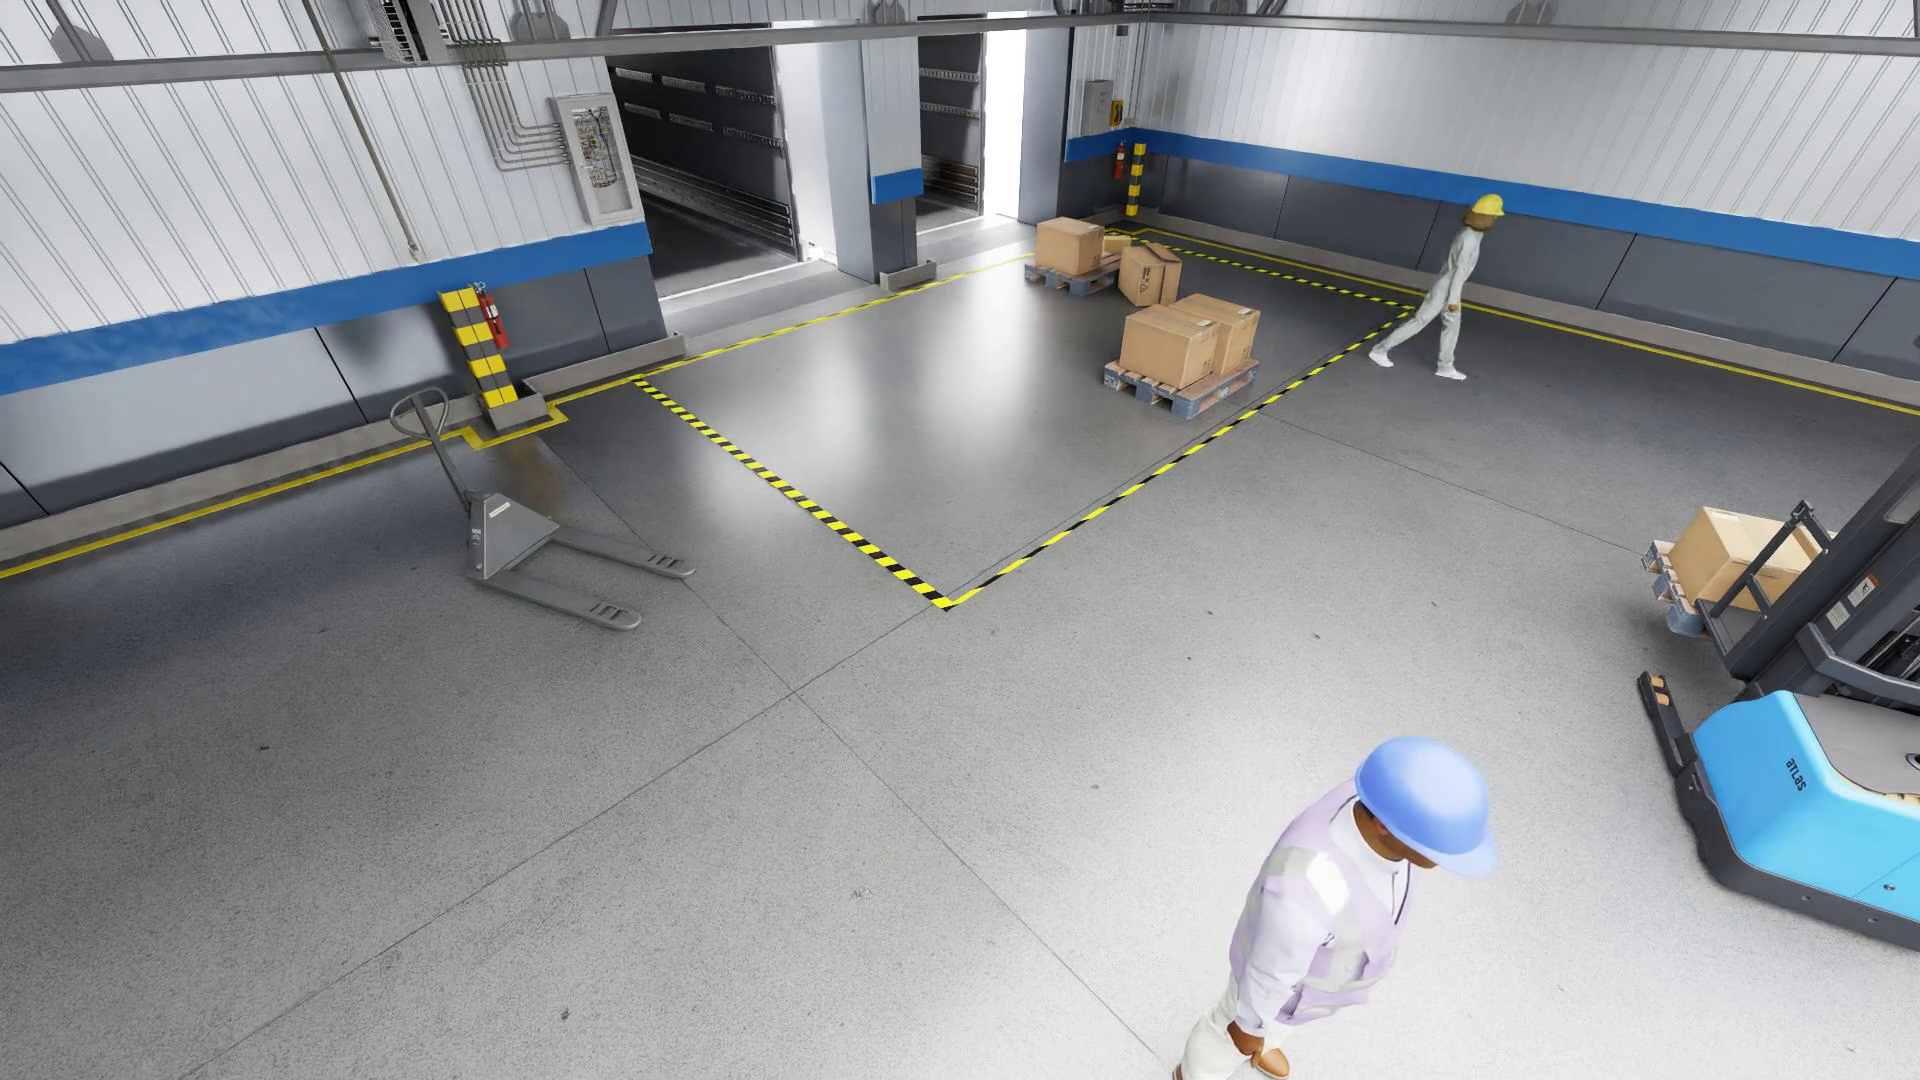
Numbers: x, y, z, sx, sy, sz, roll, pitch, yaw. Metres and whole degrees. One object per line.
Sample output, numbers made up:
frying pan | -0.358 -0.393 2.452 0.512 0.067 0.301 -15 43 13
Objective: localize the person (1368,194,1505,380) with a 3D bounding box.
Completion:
person | 4.646 -2.392 6.994 0.914 1.690 0.492 21 43 25

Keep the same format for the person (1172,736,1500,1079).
person | 0.993 1.209 2.129 0.616 1.945 0.394 -28 46 -31

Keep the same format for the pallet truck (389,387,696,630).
pallet truck | -2.613 -0.247 4.593 1.601 1.201 0.680 14 40 17

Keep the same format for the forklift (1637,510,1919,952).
forklift | 3.839 0.603 2.839 0.716 2.013 0.776 16 41 20
